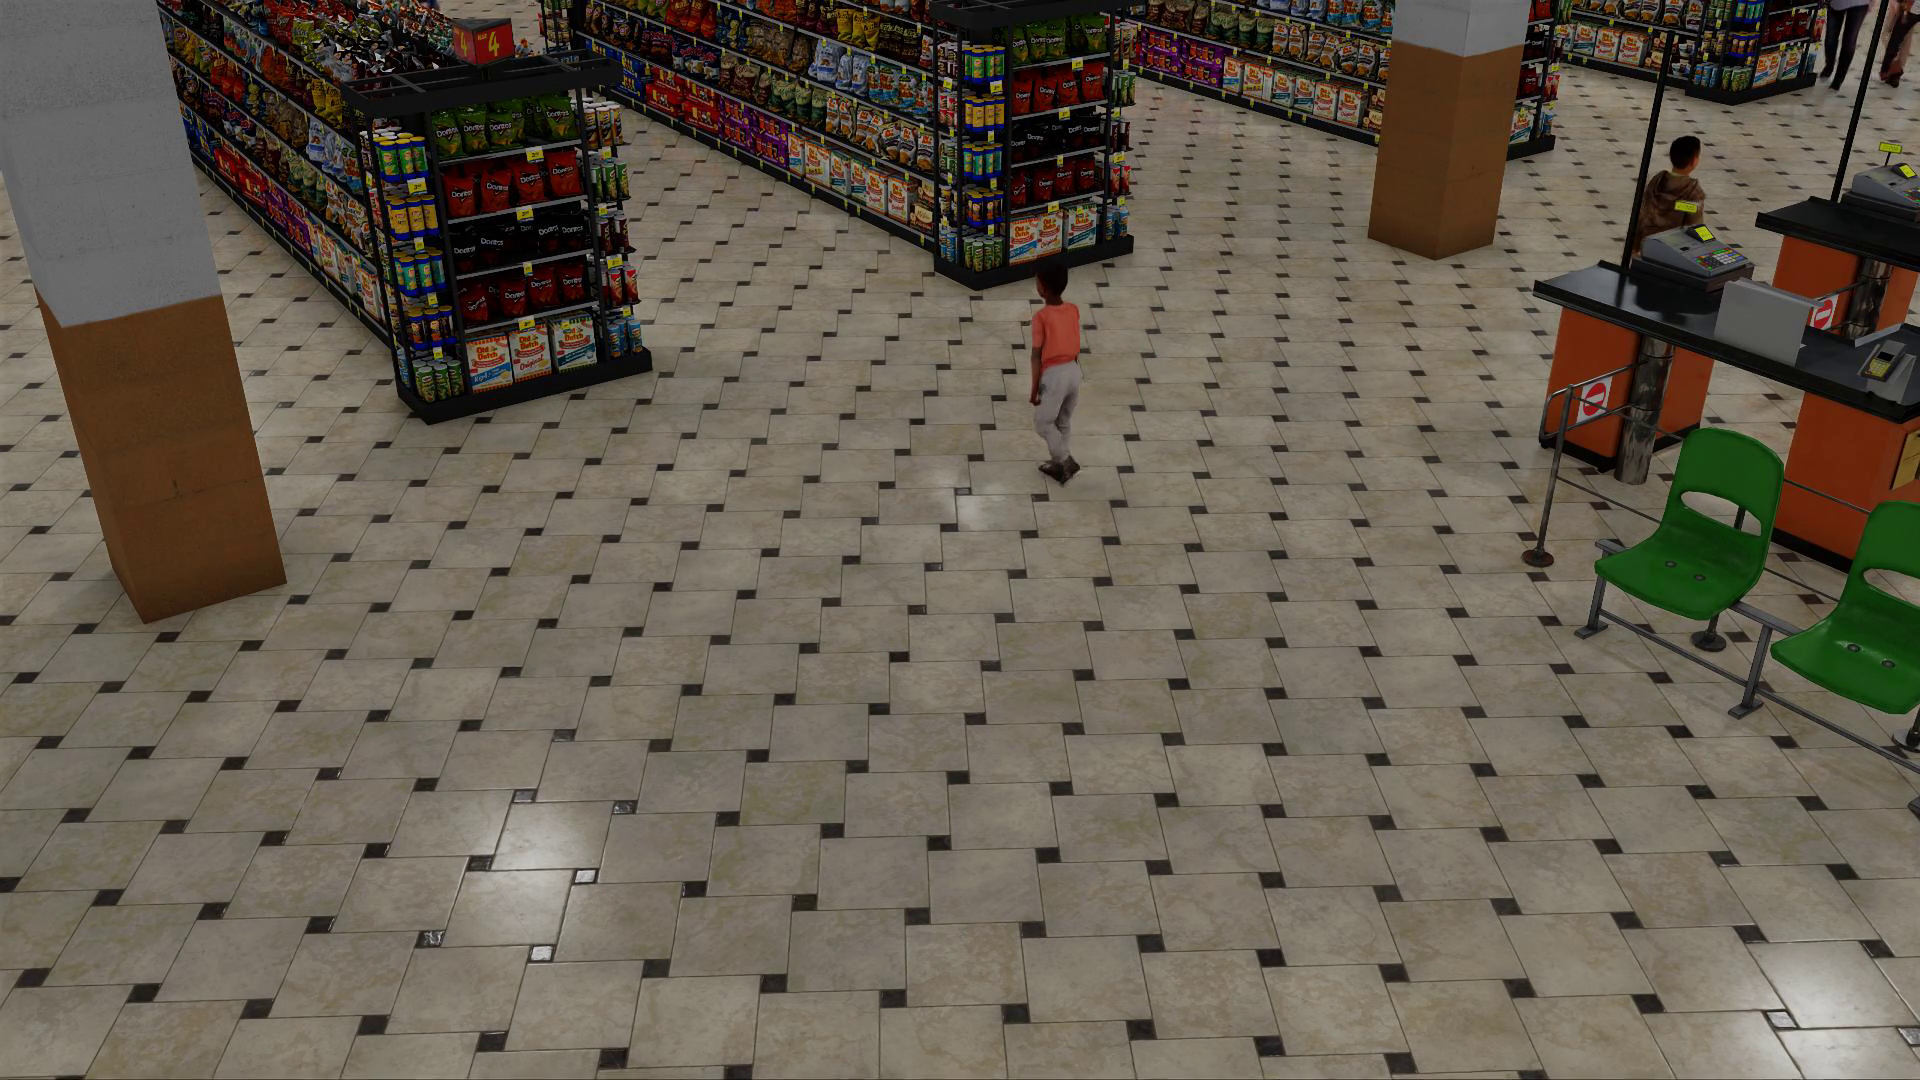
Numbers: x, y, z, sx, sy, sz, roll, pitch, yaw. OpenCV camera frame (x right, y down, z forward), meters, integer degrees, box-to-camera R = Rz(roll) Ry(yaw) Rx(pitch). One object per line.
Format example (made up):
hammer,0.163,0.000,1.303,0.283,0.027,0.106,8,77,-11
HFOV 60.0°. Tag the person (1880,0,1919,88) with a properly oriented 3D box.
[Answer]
person,10.014,-5.617,17.388,0.724,1.760,0.772,-5,29,-10

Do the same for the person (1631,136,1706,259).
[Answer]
person,4.582,-1.899,10.921,0.671,1.432,0.792,-21,35,-33

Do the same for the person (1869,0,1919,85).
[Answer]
person,10.042,-5.456,17.262,0.878,1.599,1.058,-4,29,-6

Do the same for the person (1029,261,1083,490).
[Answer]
person,0.587,-0.871,9.186,0.505,1.290,0.699,-16,32,-27

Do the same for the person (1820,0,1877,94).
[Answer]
person,9.325,-5.664,17.437,1.209,1.796,0.971,20,34,32
